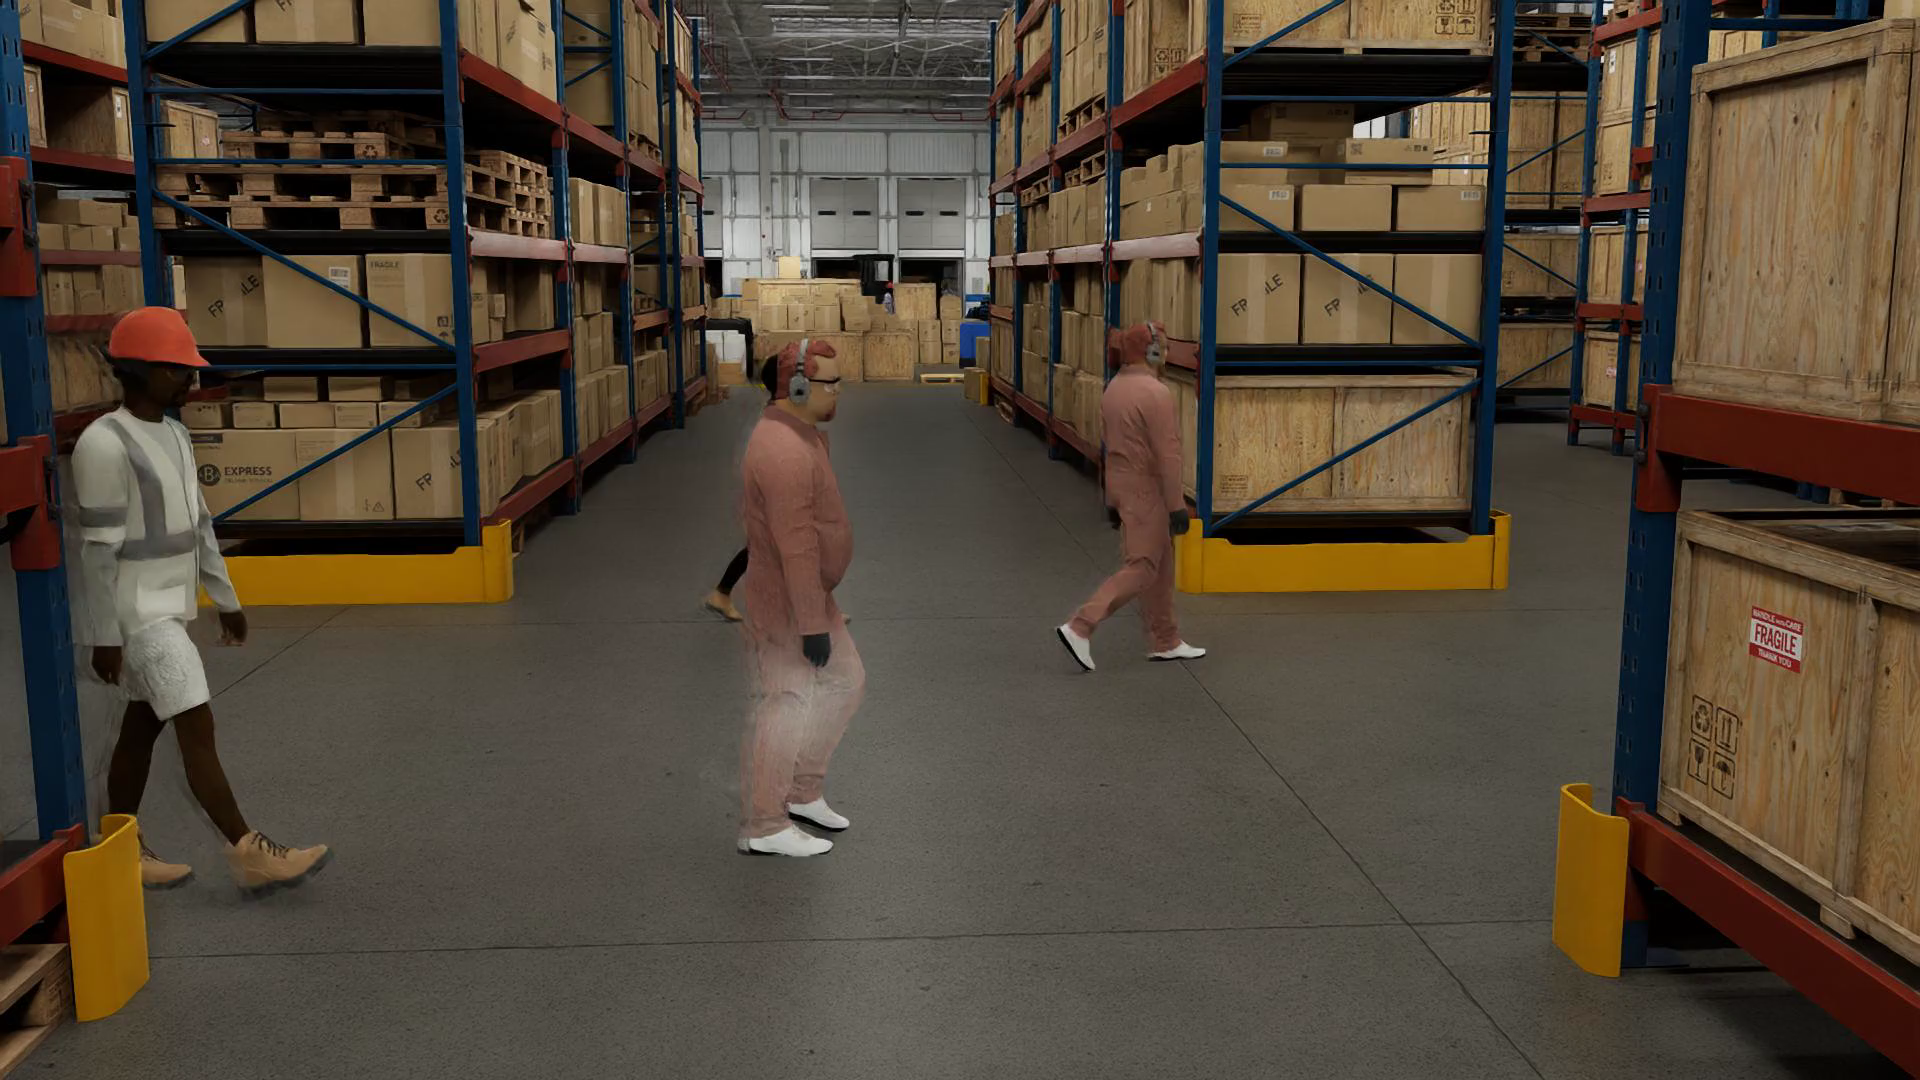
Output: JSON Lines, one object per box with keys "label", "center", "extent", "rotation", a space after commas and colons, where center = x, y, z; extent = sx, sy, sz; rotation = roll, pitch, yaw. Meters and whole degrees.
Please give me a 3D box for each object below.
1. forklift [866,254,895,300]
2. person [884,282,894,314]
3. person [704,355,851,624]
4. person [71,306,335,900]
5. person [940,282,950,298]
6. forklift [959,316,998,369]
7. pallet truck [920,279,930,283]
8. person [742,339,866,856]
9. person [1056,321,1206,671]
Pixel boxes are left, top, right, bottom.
{"label": "forklift", "center": [-2.650, -8.203, 55.838], "extent": [1.129, 2.768, 1.873], "rotation": [-5, 10, -30]}
{"label": "person", "center": [-2.201, -6.938, 50.904], "extent": [0.628, 1.918, 0.559], "rotation": [-1, 9, -7]}
{"label": "person", "center": [-1.139, -0.290, 9.993], "extent": [0.871, 1.658, 0.542], "rotation": [-1, 9, -5]}
{"label": "person", "center": [-2.571, 0.228, 5.628], "extent": [0.897, 2.004, 0.622], "rotation": [-1, 9, -5]}
{"label": "person", "center": [-0.591, -8.275, 59.393], "extent": [1.040, 1.882, 0.652], "rotation": [-4, 10, -25]}
{"label": "forklift", "center": [1.009, -5.064, 36.127], "extent": [1.873, 2.768, 1.129], "rotation": [5, 10, 29]}
{"label": "pallet truck", "center": [-0.932, -8.922, 63.114], "extent": [1.885, 1.965, 0.823], "rotation": [2, 9, 13]}
{"label": "person", "center": [-0.553, 0.222, 6.029], "extent": [0.524, 1.886, 0.688], "rotation": [-1, 9, -4]}
{"label": "person", "center": [0.938, -0.232, 8.920], "extent": [0.868, 1.880, 0.642], "rotation": [-2, 9, -14]}
